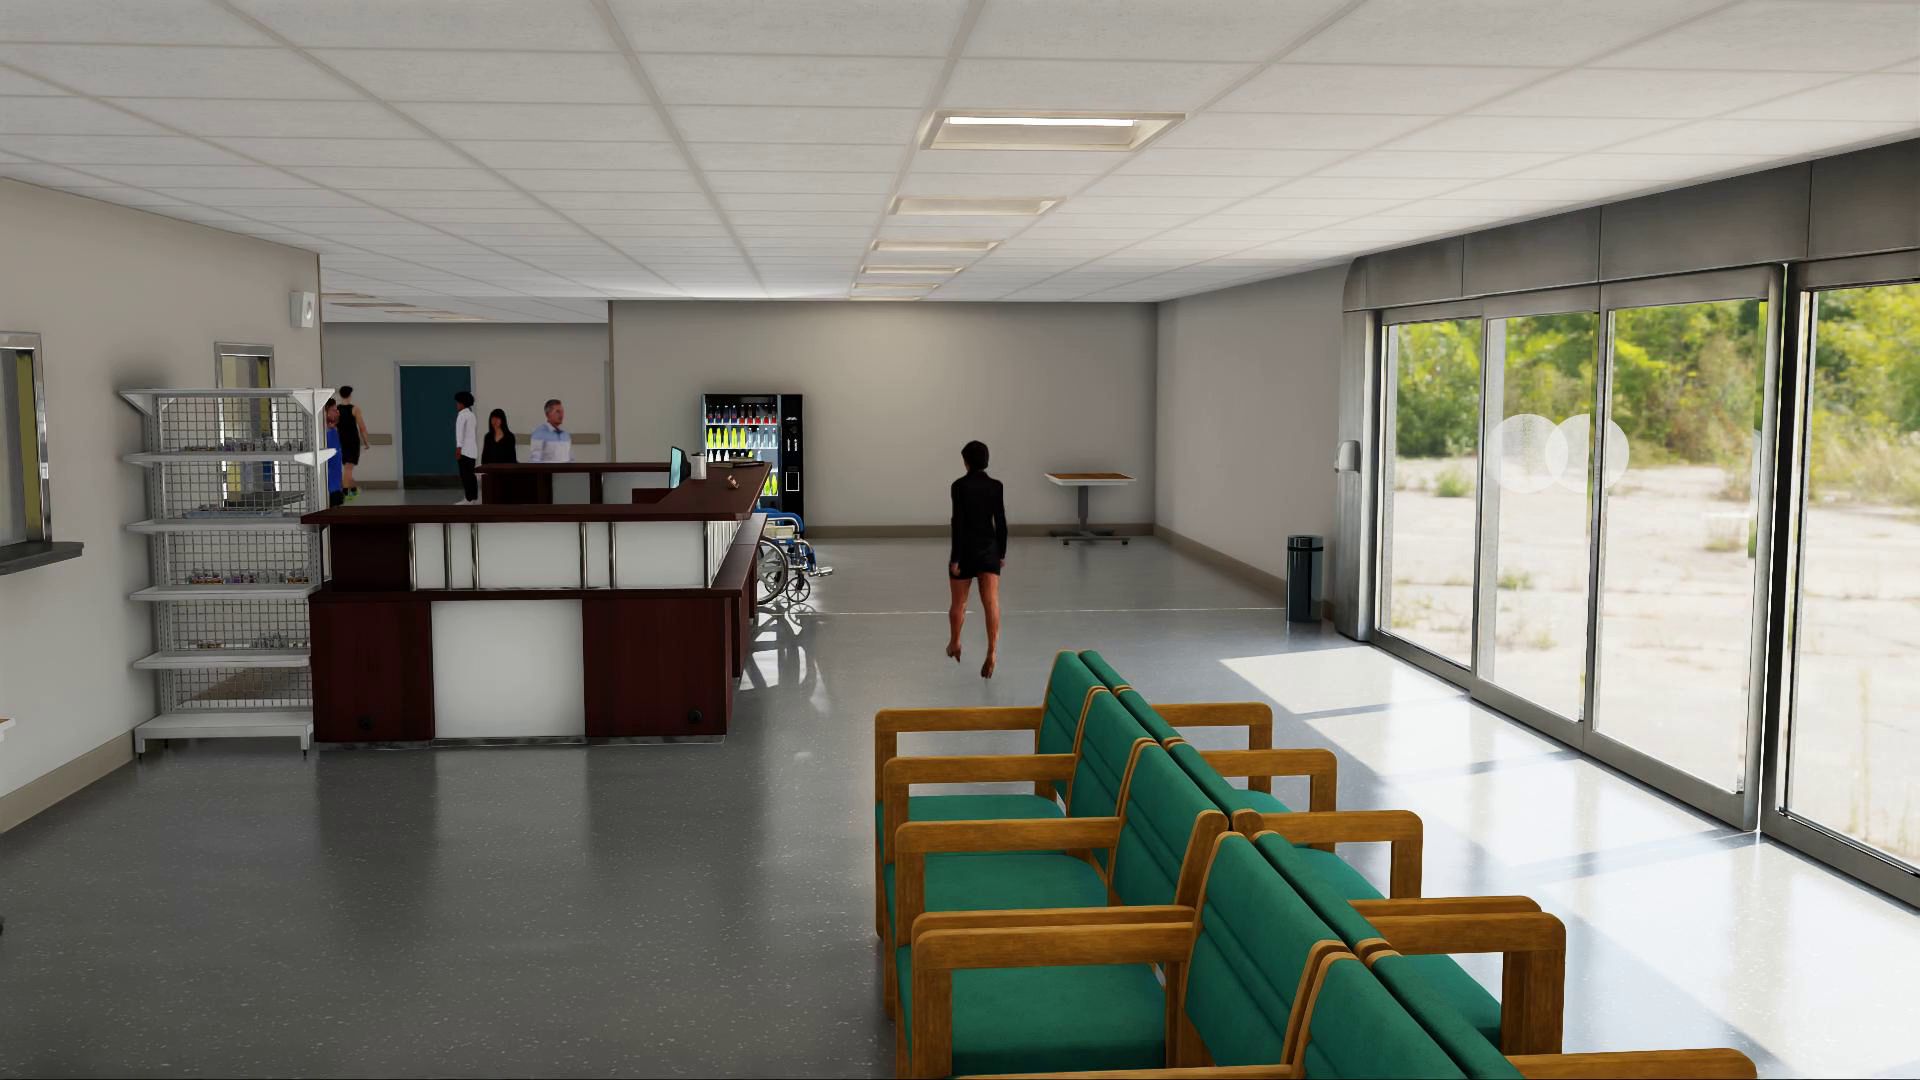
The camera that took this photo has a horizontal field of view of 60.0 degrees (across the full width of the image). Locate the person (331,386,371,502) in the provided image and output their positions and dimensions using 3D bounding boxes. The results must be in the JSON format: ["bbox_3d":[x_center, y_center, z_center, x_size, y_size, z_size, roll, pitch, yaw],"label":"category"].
[{"bbox_3d":[-9.937,-1.537,26.921,1.087,1.853,0.895,1,6,8],"label":"person"}]

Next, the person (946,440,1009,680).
[{"bbox_3d":[0.144,0.168,11.236,1.003,1.598,0.779,-2,6,-16],"label":"person"}]

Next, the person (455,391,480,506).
[{"bbox_3d":[-7.732,-1.431,26.091,0.645,1.807,0.700,1,6,8],"label":"person"}]

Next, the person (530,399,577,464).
[{"bbox_3d":[-4.343,-0.554,17.421,1.124,1.799,0.994,3,6,26],"label":"person"}]

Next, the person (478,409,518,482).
[{"bbox_3d":[-5.852,-0.854,21.334,1.021,1.611,0.837,1,6,11],"label":"person"}]
